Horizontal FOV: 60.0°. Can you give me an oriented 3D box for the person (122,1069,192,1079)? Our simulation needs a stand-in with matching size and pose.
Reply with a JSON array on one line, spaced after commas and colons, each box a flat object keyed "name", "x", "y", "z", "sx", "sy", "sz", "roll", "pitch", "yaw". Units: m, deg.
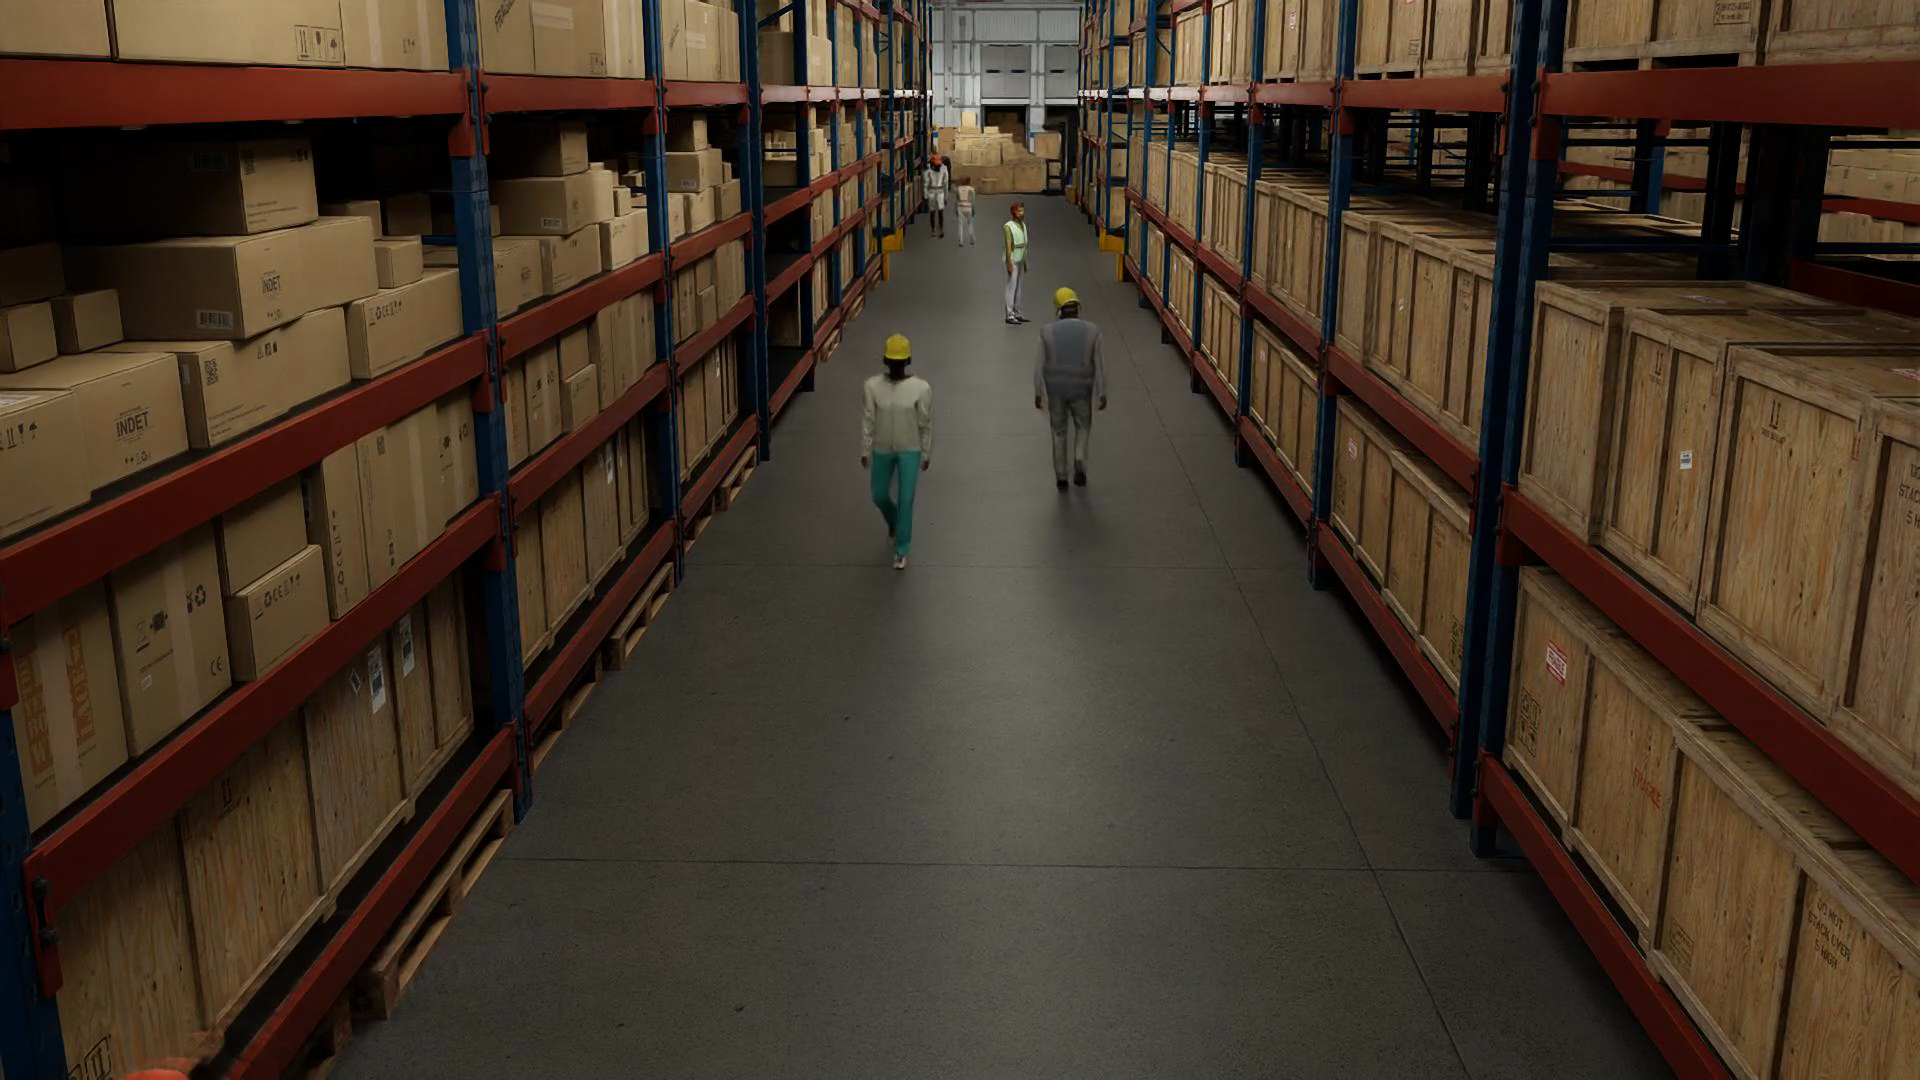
[{"name": "person", "x": -1.535, "y": 1.808, "z": 3.309, "sx": 0.578, "sy": 1.697, "sz": 0.933, "roll": 10, "pitch": 18, "yaw": 32}]

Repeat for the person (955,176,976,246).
[{"name": "person", "x": 0.136, "y": -7.657, "z": 38.700, "sx": 0.528, "sy": 1.594, "sz": 0.844, "roll": 5, "pitch": 16, "yaw": 17}]

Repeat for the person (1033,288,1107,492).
[{"name": "person", "x": 0.983, "y": -1.345, "z": 14.855, "sx": 0.660, "sy": 1.791, "sz": 0.618, "roll": 1, "pitch": 15, "yaw": 5}]

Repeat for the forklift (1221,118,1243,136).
[{"name": "forklift", "x": 7.111, "y": -9.642, "z": 43.664, "sx": 1.873, "sy": 2.768, "sz": 1.129, "roll": 6, "pitch": 16, "yaw": 22}]

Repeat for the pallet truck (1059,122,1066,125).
[{"name": "pallet truck", "x": 5.788, "y": -21.111, "z": 88.014, "sx": 1.885, "sy": 1.965, "sz": 0.823, "roll": 5, "pitch": 16, "yaw": 18}]

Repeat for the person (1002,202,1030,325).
[{"name": "person", "x": 0.853, "y": -4.257, "z": 25.586, "sx": 0.389, "sy": 1.850, "sz": 0.567, "roll": 8, "pitch": 17, "yaw": 26}]

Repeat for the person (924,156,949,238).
[{"name": "person", "x": -0.578, "y": -8.410, "z": 40.794, "sx": 0.615, "sy": 1.988, "sz": 1.079, "roll": -1, "pitch": 15, "yaw": -4}]

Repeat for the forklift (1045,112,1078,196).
[{"name": "forklift", "x": 3.851, "y": -13.160, "z": 56.755, "sx": 1.873, "sy": 2.768, "sz": 1.129, "roll": 0, "pitch": 15, "yaw": 2}]

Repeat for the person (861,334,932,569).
[{"name": "person", "x": -0.466, "y": -0.689, "z": 12.476, "sx": 0.541, "sy": 1.750, "sz": 0.550, "roll": 2, "pitch": 15, "yaw": 7}]

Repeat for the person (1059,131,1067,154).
[{"name": "person", "x": 4.947, "y": -19.275, "z": 81.421, "sx": 0.601, "sy": 1.882, "sz": 0.414, "roll": -3, "pitch": 15, "yaw": -11}]
